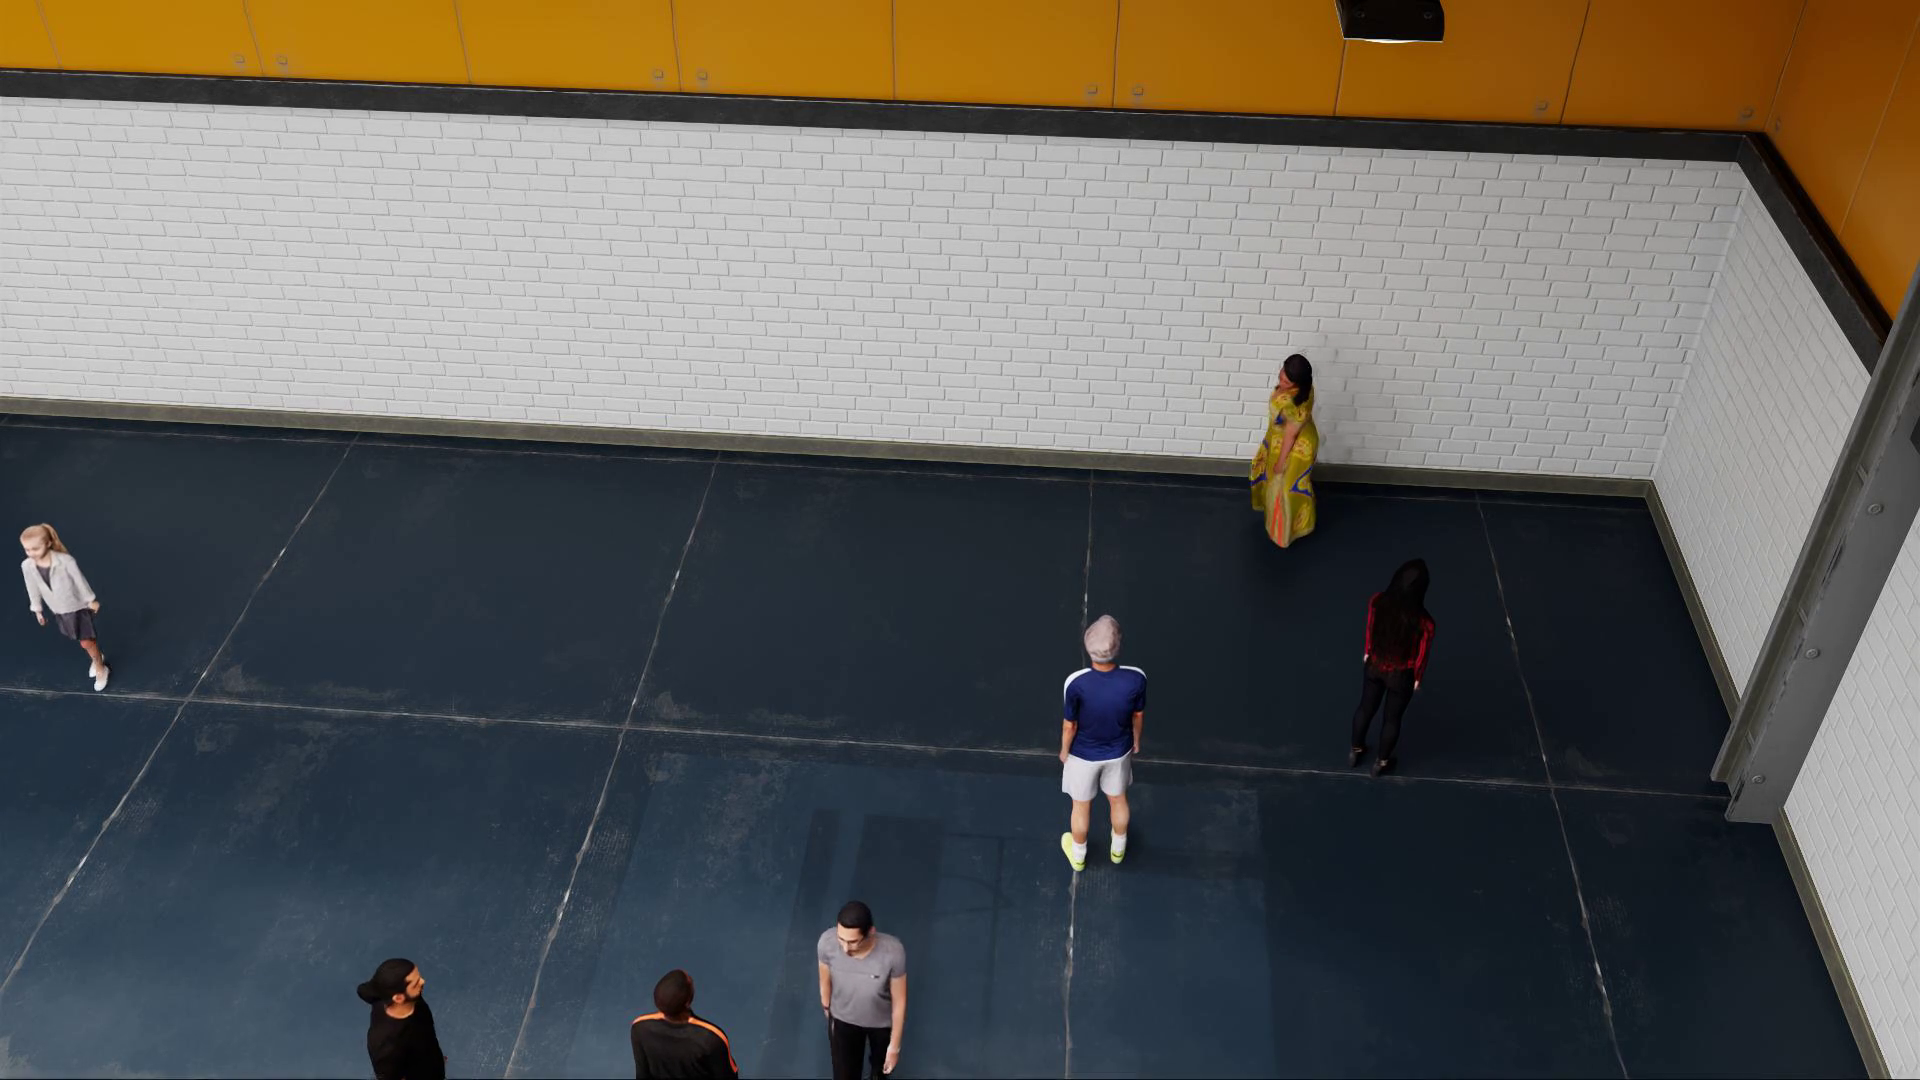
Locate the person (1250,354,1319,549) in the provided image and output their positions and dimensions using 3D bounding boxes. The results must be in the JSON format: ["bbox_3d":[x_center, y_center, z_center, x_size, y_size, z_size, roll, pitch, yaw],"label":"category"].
[{"bbox_3d":[2.447,-0.685,12.095,0.897,1.622,0.694,13,40,16],"label":"person"}]

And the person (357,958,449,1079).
[{"bbox_3d":[-2.663,2.615,7.890,0.938,1.714,1.155,-6,39,-8],"label":"person"}]

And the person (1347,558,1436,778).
[{"bbox_3d":[2.641,0.804,10.208,0.657,1.652,0.682,28,46,30],"label":"person"}]

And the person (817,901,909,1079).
[{"bbox_3d":[-0.455,2.292,8.288,0.637,1.722,0.973,1,39,1],"label":"person"}]

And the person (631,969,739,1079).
[{"bbox_3d":[-1.262,2.625,7.803,0.640,1.807,0.543,6,39,7],"label":"person"}]

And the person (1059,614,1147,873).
[{"bbox_3d":[0.807,1.189,9.579,0.690,1.834,0.633,-7,39,-9],"label":"person"}]

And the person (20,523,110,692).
[{"bbox_3d":[-5.904,0.379,11.051,0.552,1.263,0.613,-1,39,-1],"label":"person"}]
